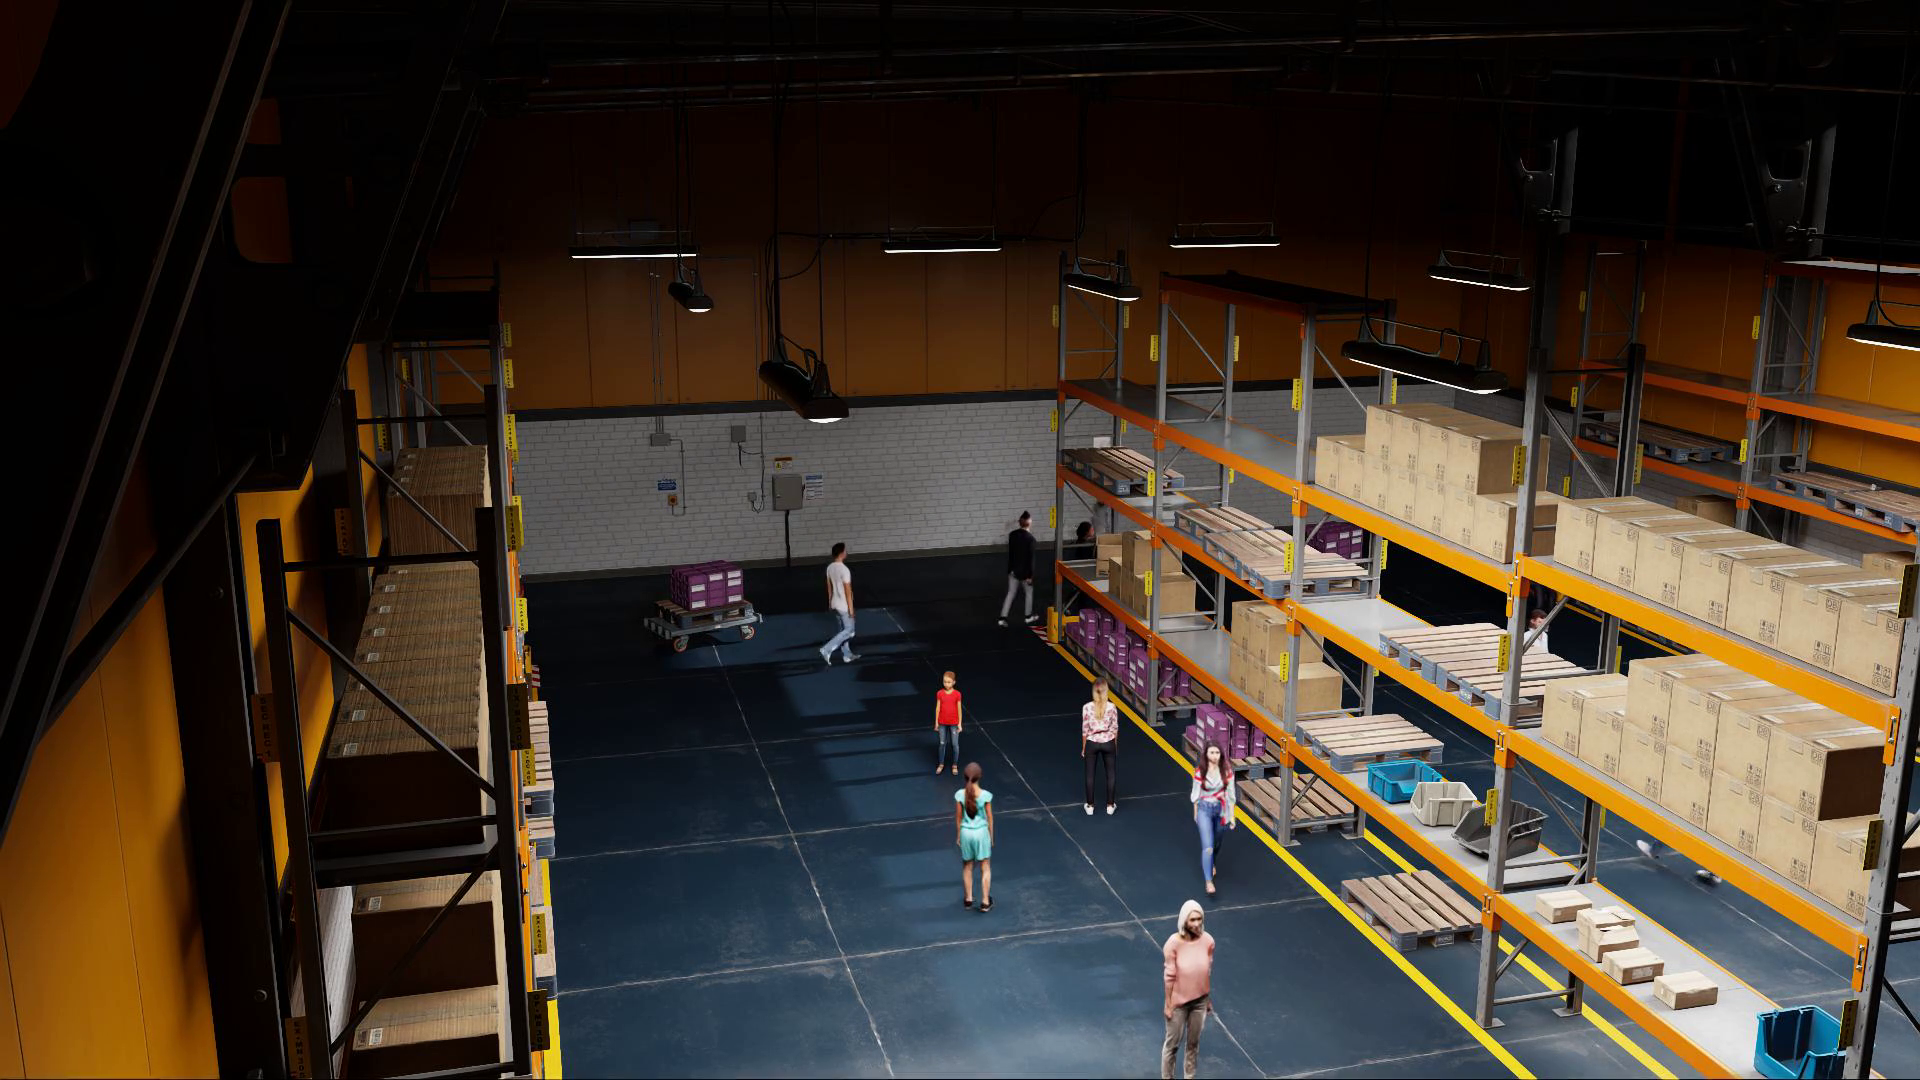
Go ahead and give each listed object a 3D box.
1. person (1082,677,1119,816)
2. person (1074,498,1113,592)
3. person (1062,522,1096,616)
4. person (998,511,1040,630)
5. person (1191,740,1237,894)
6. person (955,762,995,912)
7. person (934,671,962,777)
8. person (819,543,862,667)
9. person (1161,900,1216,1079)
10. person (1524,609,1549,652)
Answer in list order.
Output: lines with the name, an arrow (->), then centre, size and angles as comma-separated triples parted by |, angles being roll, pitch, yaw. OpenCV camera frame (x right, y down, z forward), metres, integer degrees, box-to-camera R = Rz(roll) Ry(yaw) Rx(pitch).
person -> 1.615, 2.369, 19.160 | 0.633, 1.634, 0.615 | 1, 14, 3
person -> 2.496, 0.014, 28.335 | 1.165, 1.895, 1.115 | 13, 19, 43
person -> 1.919, 0.511, 26.774 | 0.684, 1.662, 0.739 | -4, 14, -16
person -> 0.896, 0.505, 26.289 | 1.305, 1.904, 1.290 | 10, 17, 35
person -> 2.641, 2.837, 17.366 | 0.807, 1.570, 1.144 | 0, 14, 0
person -> 0.148, 2.984, 16.781 | 0.639, 1.560, 0.668 | 3, 14, 10
person -> -0.139, 2.233, 20.414 | 0.563, 1.310, 0.596 | 2, 14, 9
person -> -1.794, 0.972, 24.477 | 0.951, 1.848, 1.040 | -10, 17, -35
person -> 1.838, 3.705, 13.450 | 0.611, 1.725, 0.536 | -5, 14, -19
person -> 7.274, 1.763, 21.213 | 0.712, 1.847, 0.662 | -9, 16, -32
